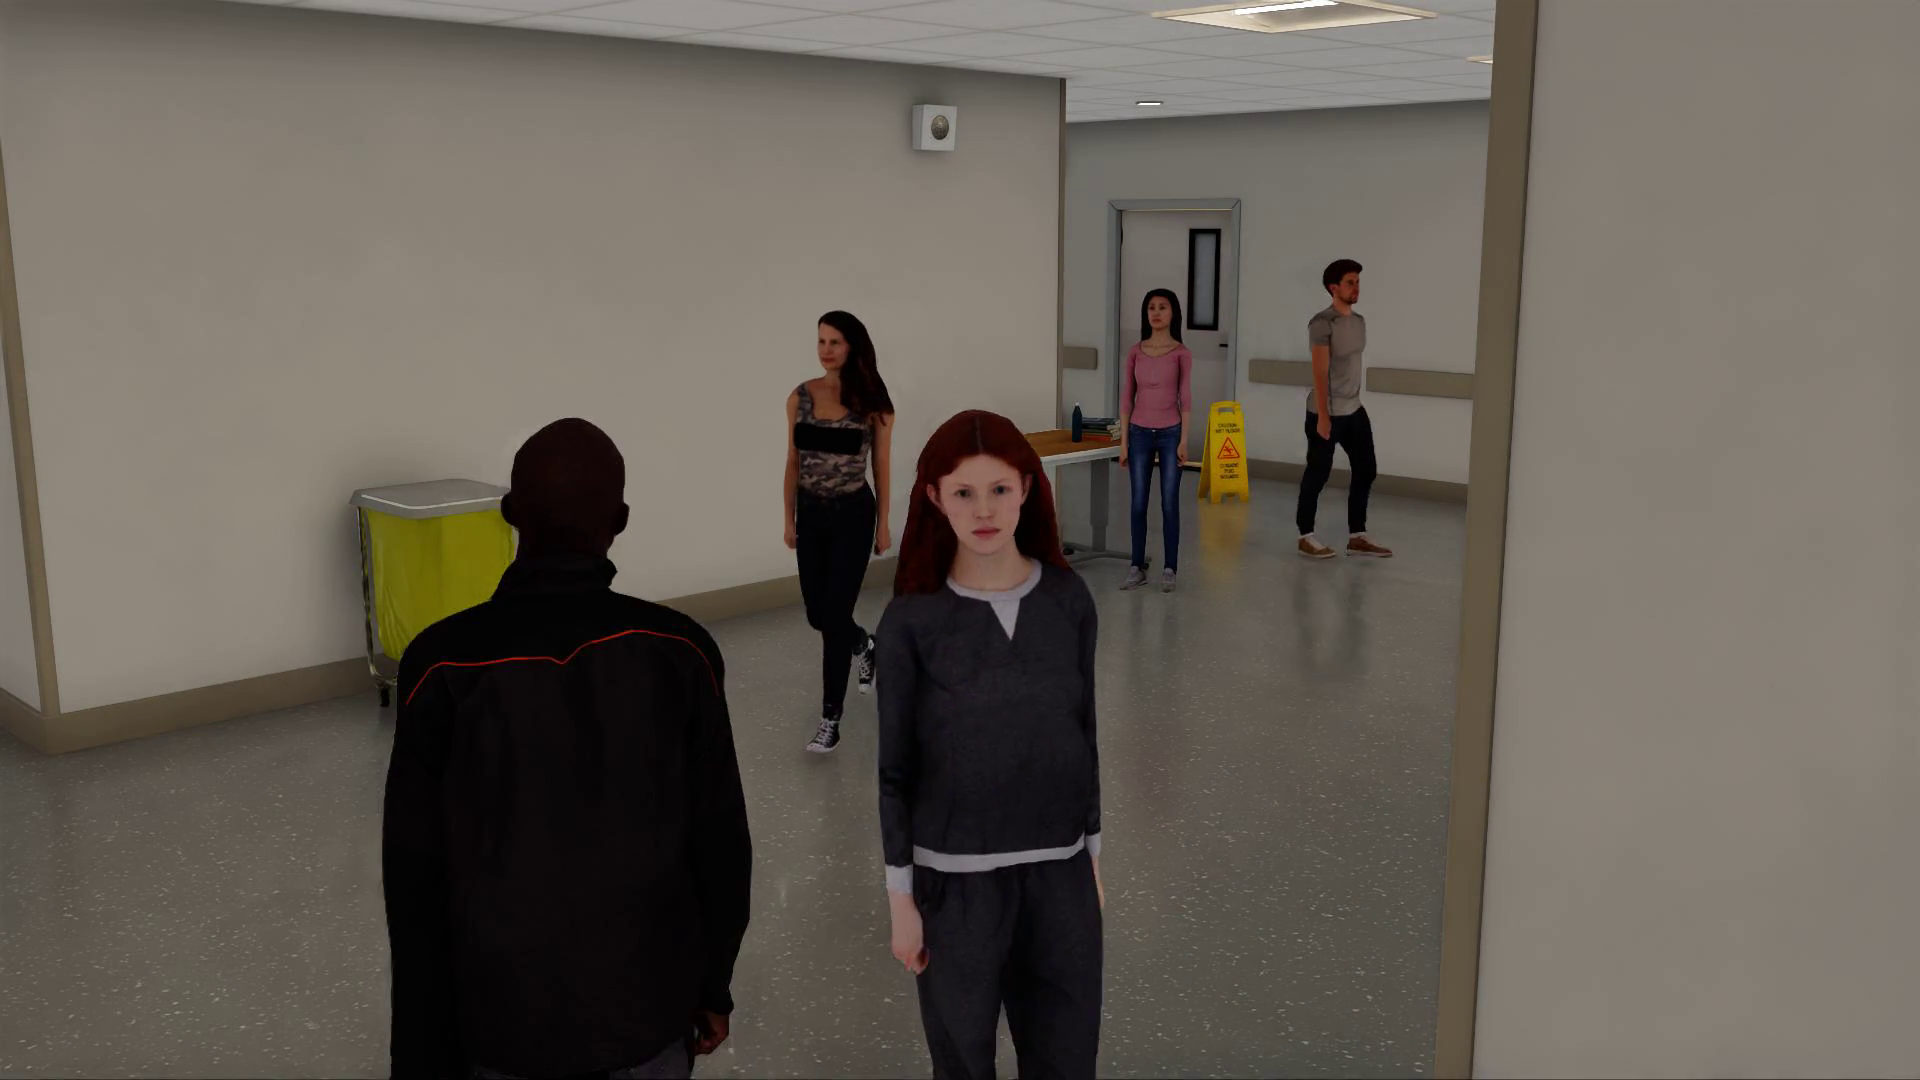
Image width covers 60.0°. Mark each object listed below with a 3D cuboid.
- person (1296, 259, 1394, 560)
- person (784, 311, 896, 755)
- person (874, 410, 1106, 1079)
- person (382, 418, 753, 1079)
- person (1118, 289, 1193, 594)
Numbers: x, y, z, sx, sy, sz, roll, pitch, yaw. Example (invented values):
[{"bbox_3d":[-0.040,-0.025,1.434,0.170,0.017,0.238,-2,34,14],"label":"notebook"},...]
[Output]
[{"bbox_3d":[2.279,-0.803,10.431,0.732,1.874,0.852,-9,14,-39],"label":"person"},{"bbox_3d":[-0.477,-0.043,6.778,1.084,1.743,0.988,3,11,16],"label":"person"},{"bbox_3d":[0.039,0.638,3.158,0.811,1.754,0.905,-3,11,-15],"label":"person"},{"bbox_3d":[-0.575,0.736,2.495,0.844,1.808,0.866,-3,11,-15],"label":"person"},{"bbox_3d":[1.140,-0.581,9.611,0.571,1.743,0.695,4,12,22],"label":"person"}]
